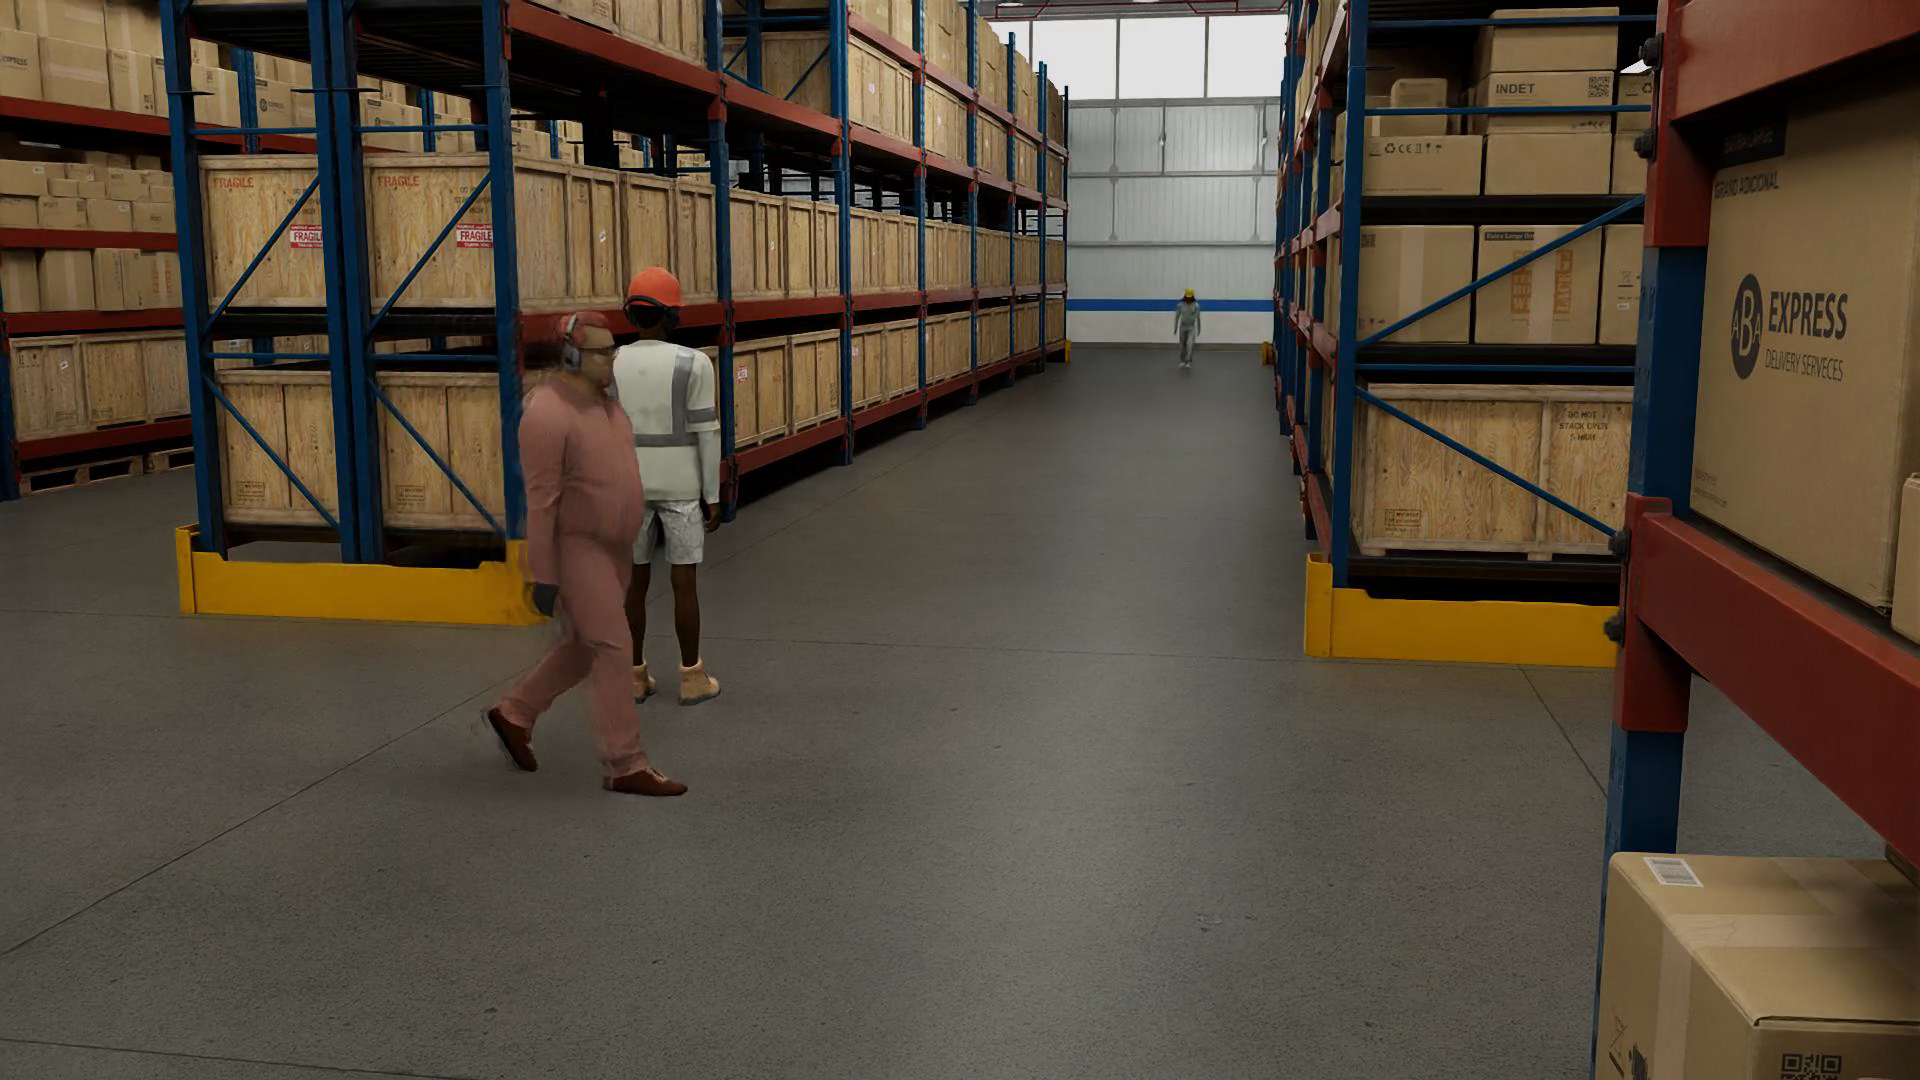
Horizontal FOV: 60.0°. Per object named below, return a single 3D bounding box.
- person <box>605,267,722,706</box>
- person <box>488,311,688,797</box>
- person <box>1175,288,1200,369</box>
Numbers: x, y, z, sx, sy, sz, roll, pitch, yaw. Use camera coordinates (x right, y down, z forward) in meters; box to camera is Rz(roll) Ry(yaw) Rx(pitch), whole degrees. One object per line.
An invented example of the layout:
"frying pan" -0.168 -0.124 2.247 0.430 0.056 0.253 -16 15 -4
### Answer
"person" -1.401 -0.239 7.759 0.608 2.044 0.370 1 9 8
"person" -1.498 0.051 6.483 0.857 1.881 0.651 2 9 14
"person" 4.788 -4.468 35.076 0.510 1.696 0.872 1 9 9
